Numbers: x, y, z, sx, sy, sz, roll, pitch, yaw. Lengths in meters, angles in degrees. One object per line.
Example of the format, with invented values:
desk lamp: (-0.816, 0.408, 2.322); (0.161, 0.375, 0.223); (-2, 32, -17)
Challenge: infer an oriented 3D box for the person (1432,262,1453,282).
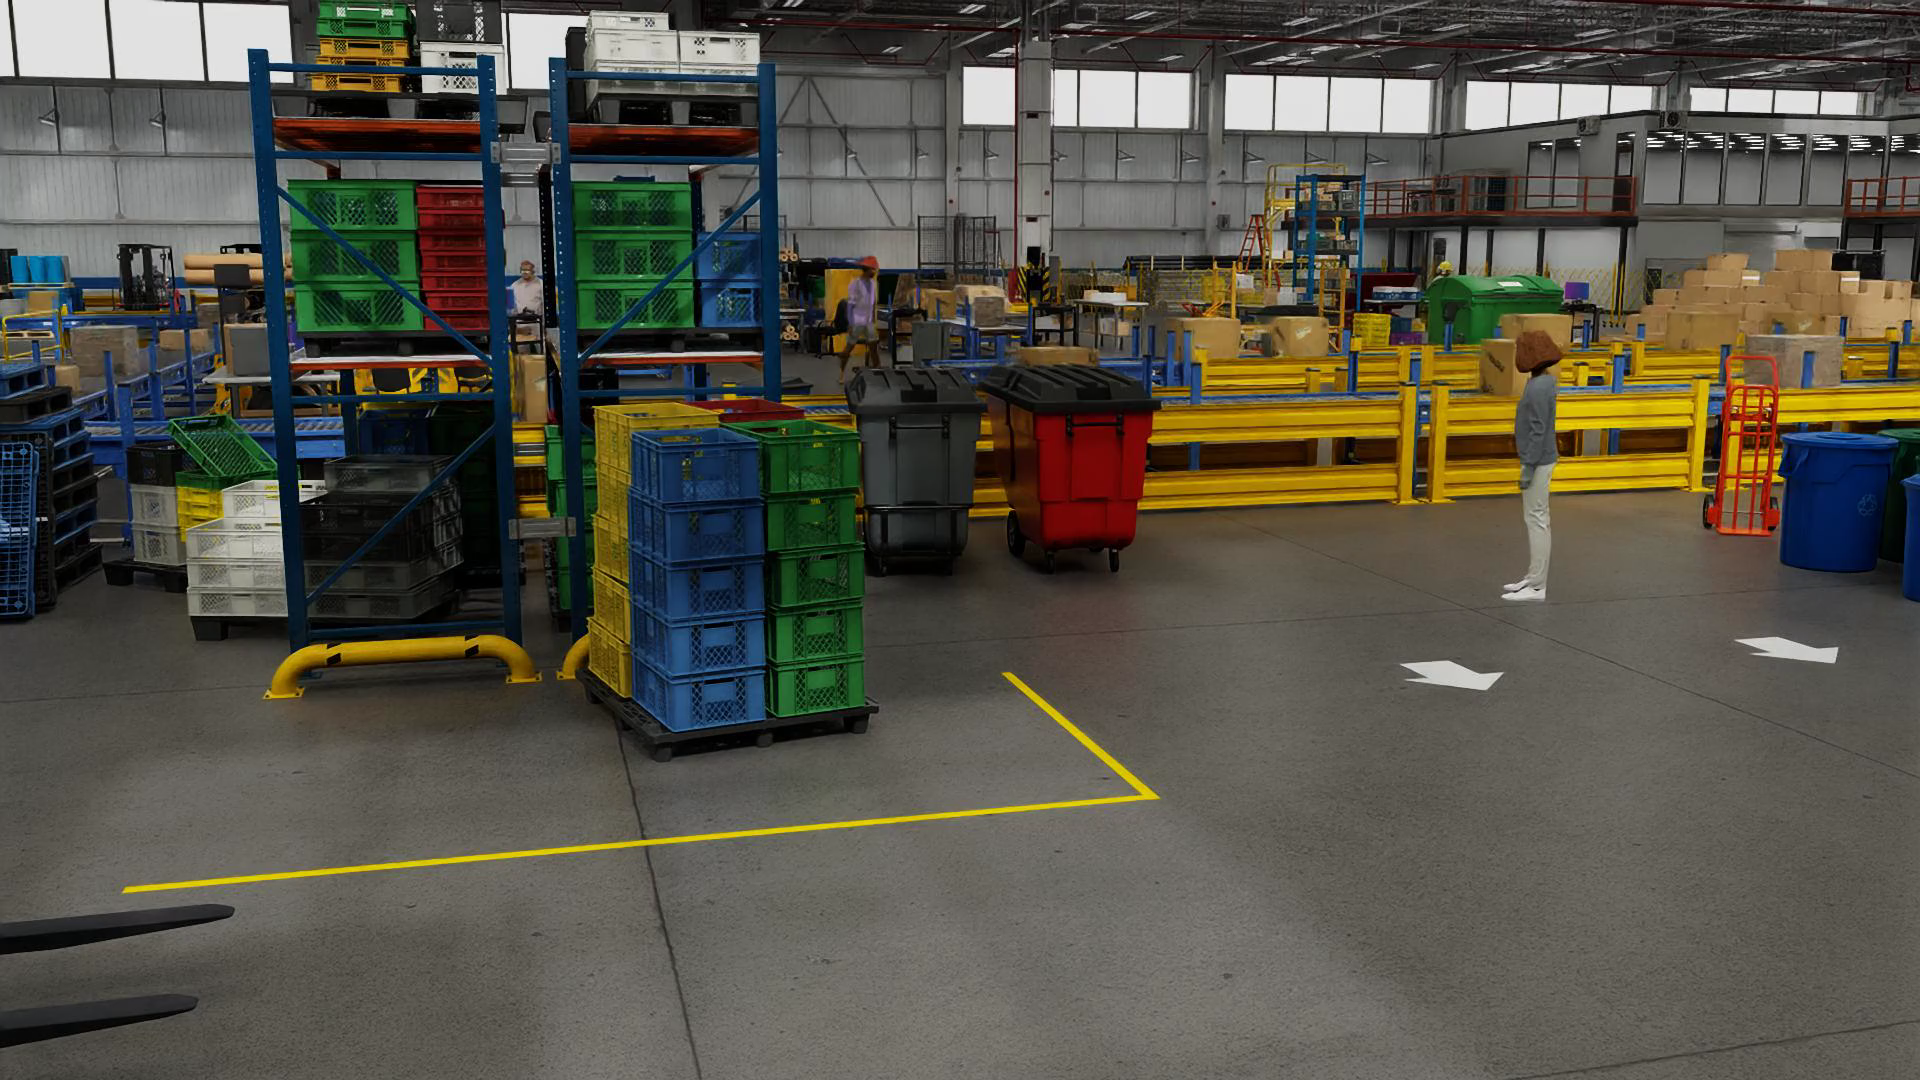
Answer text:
person: (9.518, -4.571, 32.837); (0.403, 1.822, 0.588); (-1, 10, -8)

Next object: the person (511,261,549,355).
person: (-6.769, -3.436, 26.205); (0.635, 1.899, 0.401); (1, 10, 7)

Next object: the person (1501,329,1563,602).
person: (3.444, -0.444, 9.999); (0.279, 1.633, 0.497); (4, 11, 23)

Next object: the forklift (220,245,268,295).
forklift: (-17.749, -6.334, 41.440); (1.157, 1.987, 2.680); (-3, 10, -17)

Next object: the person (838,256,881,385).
person: (-1.495, -3.340, 25.448); (1.036, 1.976, 0.712); (8, 13, 39)

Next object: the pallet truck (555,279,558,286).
pallet truck: (-10.604, -6.375, 44.520); (0.653, 1.274, 1.630); (-3, 10, -15)

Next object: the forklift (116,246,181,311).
forklift: (-19.966, -6.232, 40.894); (1.157, 1.987, 2.680); (-3, 10, -15)
